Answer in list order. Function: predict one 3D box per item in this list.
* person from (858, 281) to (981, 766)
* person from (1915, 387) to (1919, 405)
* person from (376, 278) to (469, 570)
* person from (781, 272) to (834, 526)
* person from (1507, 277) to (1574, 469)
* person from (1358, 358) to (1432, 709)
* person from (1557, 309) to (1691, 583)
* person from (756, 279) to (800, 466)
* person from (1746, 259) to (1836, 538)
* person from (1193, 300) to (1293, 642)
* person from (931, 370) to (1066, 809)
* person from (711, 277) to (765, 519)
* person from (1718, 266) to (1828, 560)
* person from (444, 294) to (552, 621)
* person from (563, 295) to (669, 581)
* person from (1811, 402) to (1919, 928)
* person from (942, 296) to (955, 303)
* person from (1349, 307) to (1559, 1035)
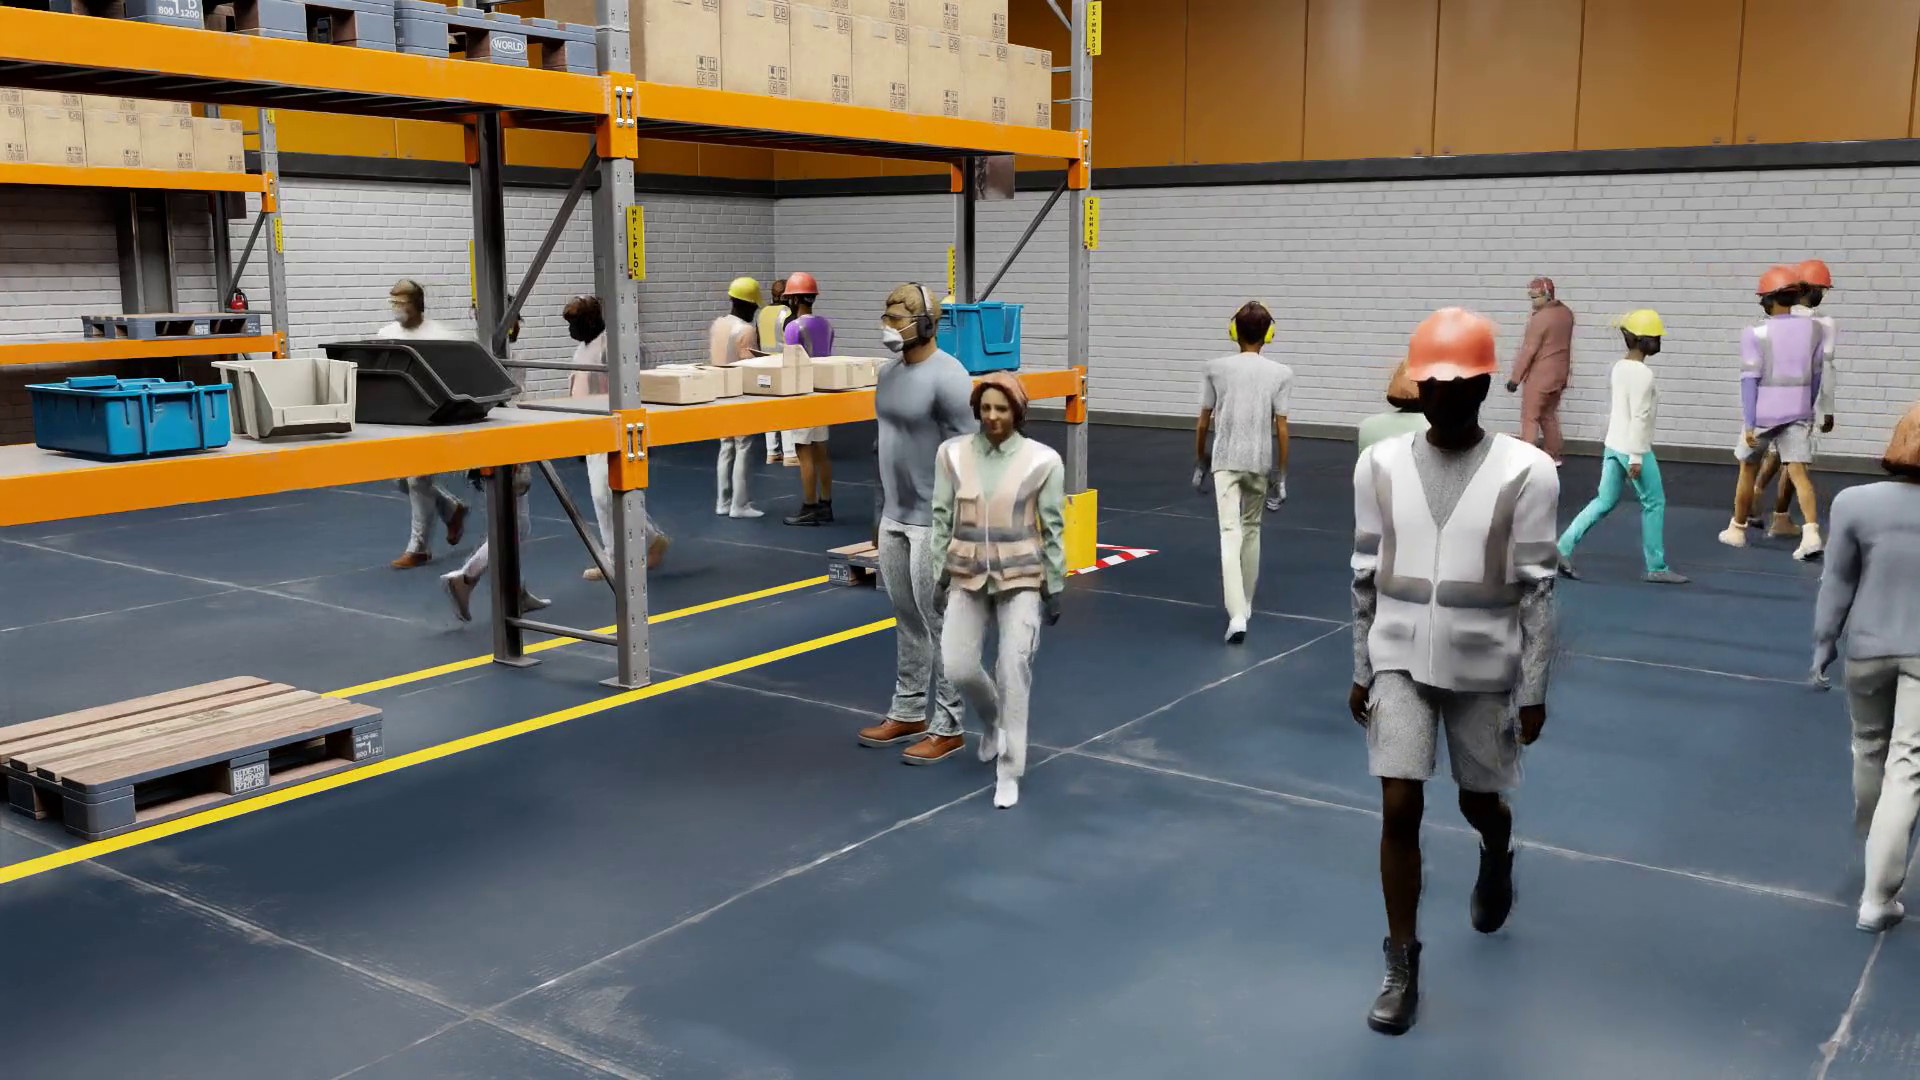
[{"bbox_3d":[-0.161,-0.066,6.733,0.378,1.940,0.628,-6,11,-33],"label":"person"},{"bbox_3d":[6.560,-0.710,10.927,0.408,1.824,0.603,-5,11,-27],"label":"person"},{"bbox_3d":[-3.561,-0.783,11.105,0.640,1.917,0.727,5,11,26],"label":"person"},{"bbox_3d":[-1.193,-1.072,12.734,0.373,1.934,0.551,5,11,27],"label":"person"},{"bbox_3d":[5.513,-1.537,15.712,0.724,1.869,0.418,-8,12,-39],"label":"person"},{"bbox_3d":[2.062,-0.038,7.557,0.526,1.589,0.818,7,12,36],"label":"person"},{"bbox_3d":[4.150,-0.581,10.417,0.852,1.731,0.530,0,10,1],"label":"person"},{"bbox_3d":[-1.741,-1.654,16.487,0.429,1.841,0.634,-8,13,-40],"label":"person"},{"bbox_3d":[6.051,-1.012,12.088,0.474,2.028,0.645,-4,10,-23],"label":"person"},{"bbox_3d":[1.534,-0.384,9.020,0.509,1.823,1.005,0,10,2],"label":"person"},{"bbox_3d":[0.154,0.166,6.274,0.520,1.622,0.462,3,10,16],"label":"person"},{"bbox_3d":[-1.739,-1.103,13.043,0.405,1.909,0.608,-7,12,-35],"label":"person"},{"bbox_3d":[5.629,-0.870,11.395,0.612,2.001,1.054,0,10,0],"label":"person"},{"bbox_3d":[-2.622,-0.453,9.332,0.517,1.851,0.725,7,12,35],"label":"person"},{"bbox_3d":[-2.227,-0.641,10.540,0.490,1.814,0.670,-6,11,-33],"label":"person"},{"bbox_3d":[2.991,0.362,5.216,0.521,1.587,0.840,9,13,43],"label":"person"},{"bbox_3d":[-0.056,-1.074,13.318,0.296,1.745,0.484,5,11,29],"label":"person"},{"bbox_3d":[1.358,0.315,4.576,0.548,1.911,0.843,5,11,28],"label":"person"}]
